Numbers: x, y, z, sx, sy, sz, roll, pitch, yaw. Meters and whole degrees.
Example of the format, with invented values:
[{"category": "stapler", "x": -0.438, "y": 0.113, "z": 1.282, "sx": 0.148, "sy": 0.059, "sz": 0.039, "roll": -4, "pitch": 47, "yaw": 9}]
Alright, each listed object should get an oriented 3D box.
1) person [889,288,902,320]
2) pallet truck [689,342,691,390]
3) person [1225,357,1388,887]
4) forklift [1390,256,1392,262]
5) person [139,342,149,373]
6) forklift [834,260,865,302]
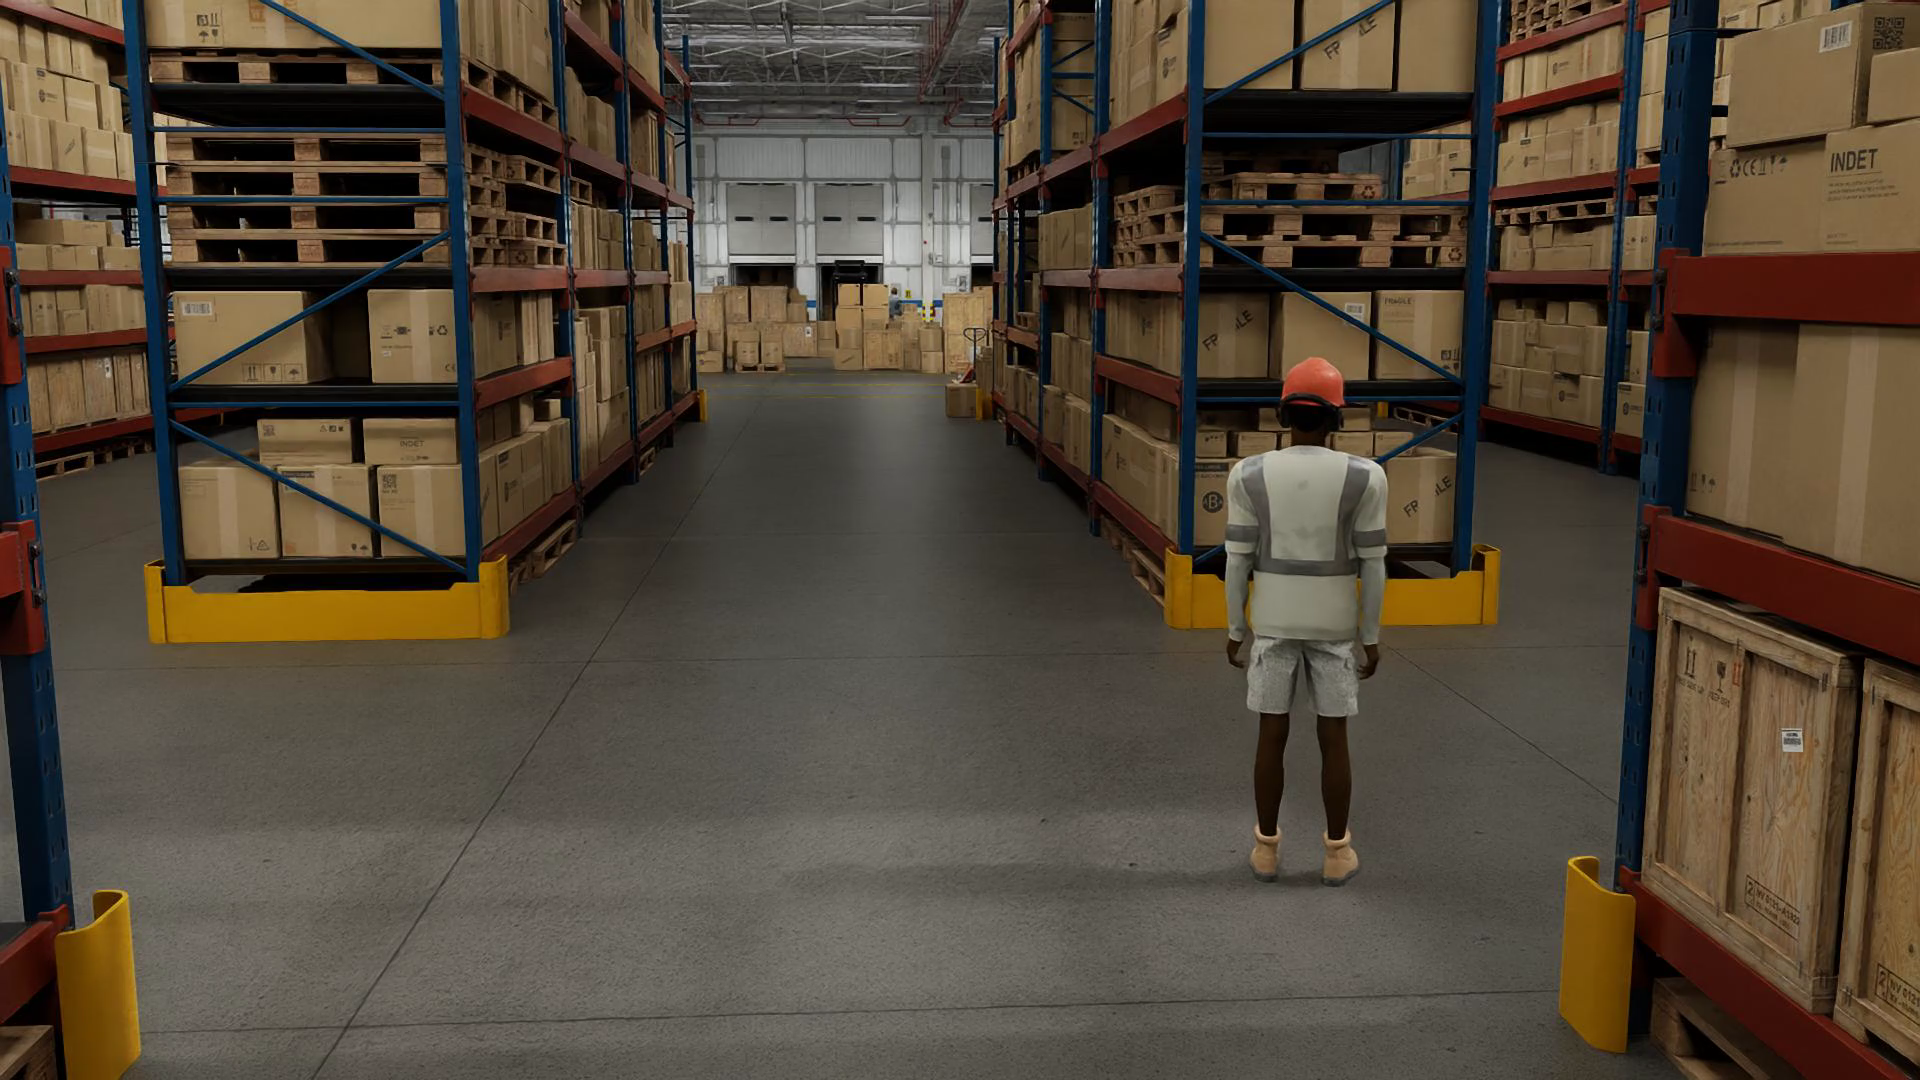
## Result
[{"category": "person", "x": -2.309, "y": -7.827, "z": 57.970, "sx": 0.639, "sy": 1.926, "sz": 0.367, "roll": 4, "pitch": 10, "yaw": 23}, {"category": "pallet truck", "x": -5.225, "y": -3.008, "z": 27.480, "sx": 1.885, "sy": 1.965, "sz": 0.823, "roll": 2, "pitch": 9, "yaw": 14}, {"category": "person", "x": 1.327, "y": 0.320, "z": 6.441, "sx": 0.609, "sy": 2.044, "sz": 0.397, "roll": 2, "pitch": 9, "yaw": 15}, {"category": "forklift", "x": 10.311, "y": -5.611, "z": 41.062, "sx": 1.873, "sy": 2.768, "sz": 1.129, "roll": -1, "pitch": 9, "yaw": -4}, {"category": "person", "x": -13.651, "y": -3.084, "z": 27.990, "sx": 0.611, "sy": 1.987, "sz": 0.392, "roll": -1, "pitch": 9, "yaw": -7}, {"category": "forklift", "x": -3.397, "y": -7.253, "z": 51.371, "sx": 1.129, "sy": 2.768, "sz": 1.873, "roll": -1, "pitch": 9, "yaw": -4}]
